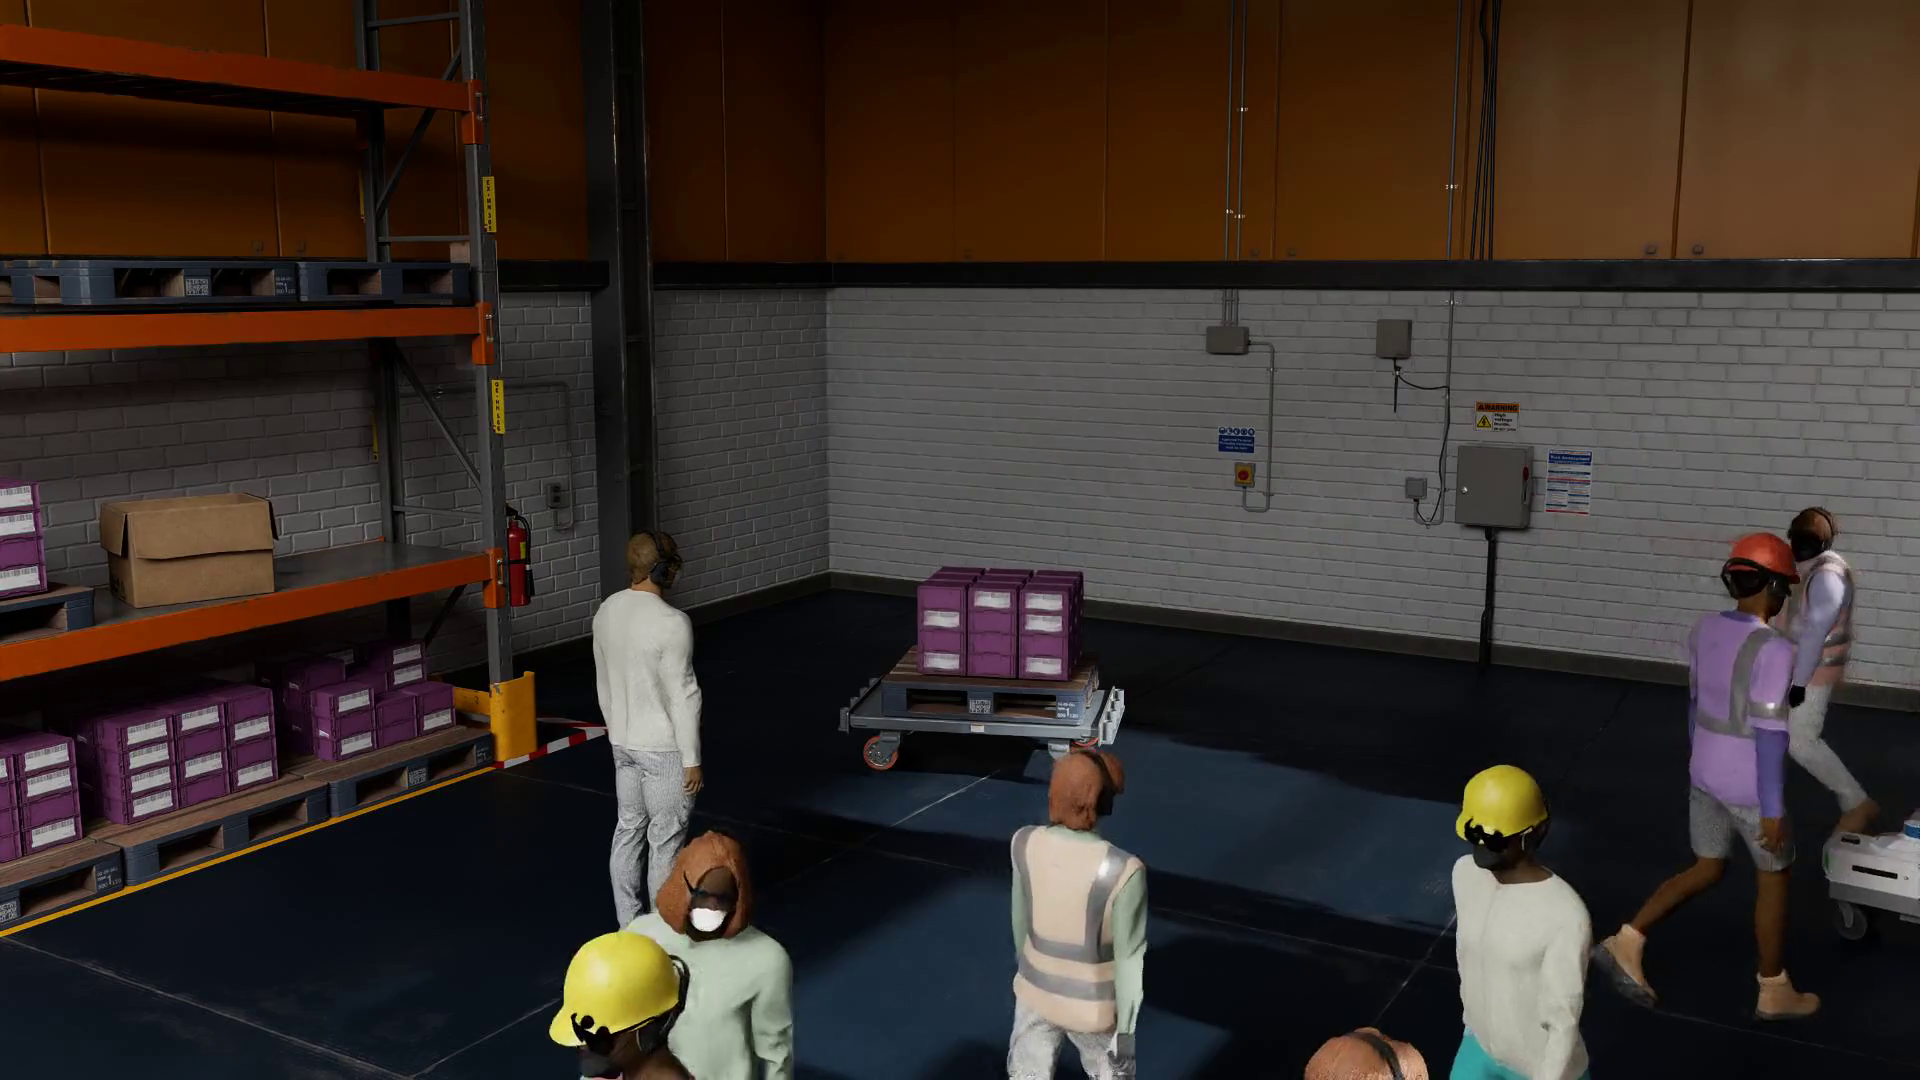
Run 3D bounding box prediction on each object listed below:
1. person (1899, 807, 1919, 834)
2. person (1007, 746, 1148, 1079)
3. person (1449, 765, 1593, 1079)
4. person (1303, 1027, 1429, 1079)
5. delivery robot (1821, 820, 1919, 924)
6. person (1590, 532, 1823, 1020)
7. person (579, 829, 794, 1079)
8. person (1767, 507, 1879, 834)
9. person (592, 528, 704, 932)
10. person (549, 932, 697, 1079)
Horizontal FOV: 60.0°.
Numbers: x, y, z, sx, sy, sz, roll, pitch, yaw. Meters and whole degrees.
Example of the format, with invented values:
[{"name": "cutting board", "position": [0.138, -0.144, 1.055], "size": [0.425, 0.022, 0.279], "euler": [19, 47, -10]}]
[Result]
[{"name": "person", "position": [5.212, 0.778, 8.336], "size": [0.955, 1.863, 0.646], "euler": [2, 9, 14]}, {"name": "person", "position": [0.358, 1.421, 5.145], "size": [0.528, 1.589, 0.881], "euler": [7, 11, 36]}, {"name": "person", "position": [1.559, 1.445, 4.649], "size": [0.949, 1.700, 0.536], "euler": [-5, 11, -30]}, {"name": "person", "position": [0.733, 1.717, 3.193], "size": [0.500, 1.618, 0.527], "euler": [-6, 11, -34]}, {"name": "delivery robot", "position": [4.304, 1.511, 7.519], "size": [0.707, 0.478, 0.477], "euler": [7, 12, 39]}, {"name": "person", "position": [3.075, 0.968, 6.754], "size": [0.879, 2.005, 0.664], "euler": [-1, 9, -7]}, {"name": "person", "position": [-0.707, 1.524, 4.507], "size": [0.571, 1.588, 0.860], "euler": [4, 10, 26]}, {"name": "person", "position": [4.539, 0.703, 8.966], "size": [0.718, 1.804, 0.644], "euler": [1, 9, 9]}, {"name": "person", "position": [-1.339, 0.907, 7.278], "size": [0.630, 1.940, 0.370], "euler": [8, 12, 41]}, {"name": "person", "position": [-0.710, 1.632, 3.370], "size": [0.781, 1.731, 0.545], "euler": [-6, 11, -35]}]
